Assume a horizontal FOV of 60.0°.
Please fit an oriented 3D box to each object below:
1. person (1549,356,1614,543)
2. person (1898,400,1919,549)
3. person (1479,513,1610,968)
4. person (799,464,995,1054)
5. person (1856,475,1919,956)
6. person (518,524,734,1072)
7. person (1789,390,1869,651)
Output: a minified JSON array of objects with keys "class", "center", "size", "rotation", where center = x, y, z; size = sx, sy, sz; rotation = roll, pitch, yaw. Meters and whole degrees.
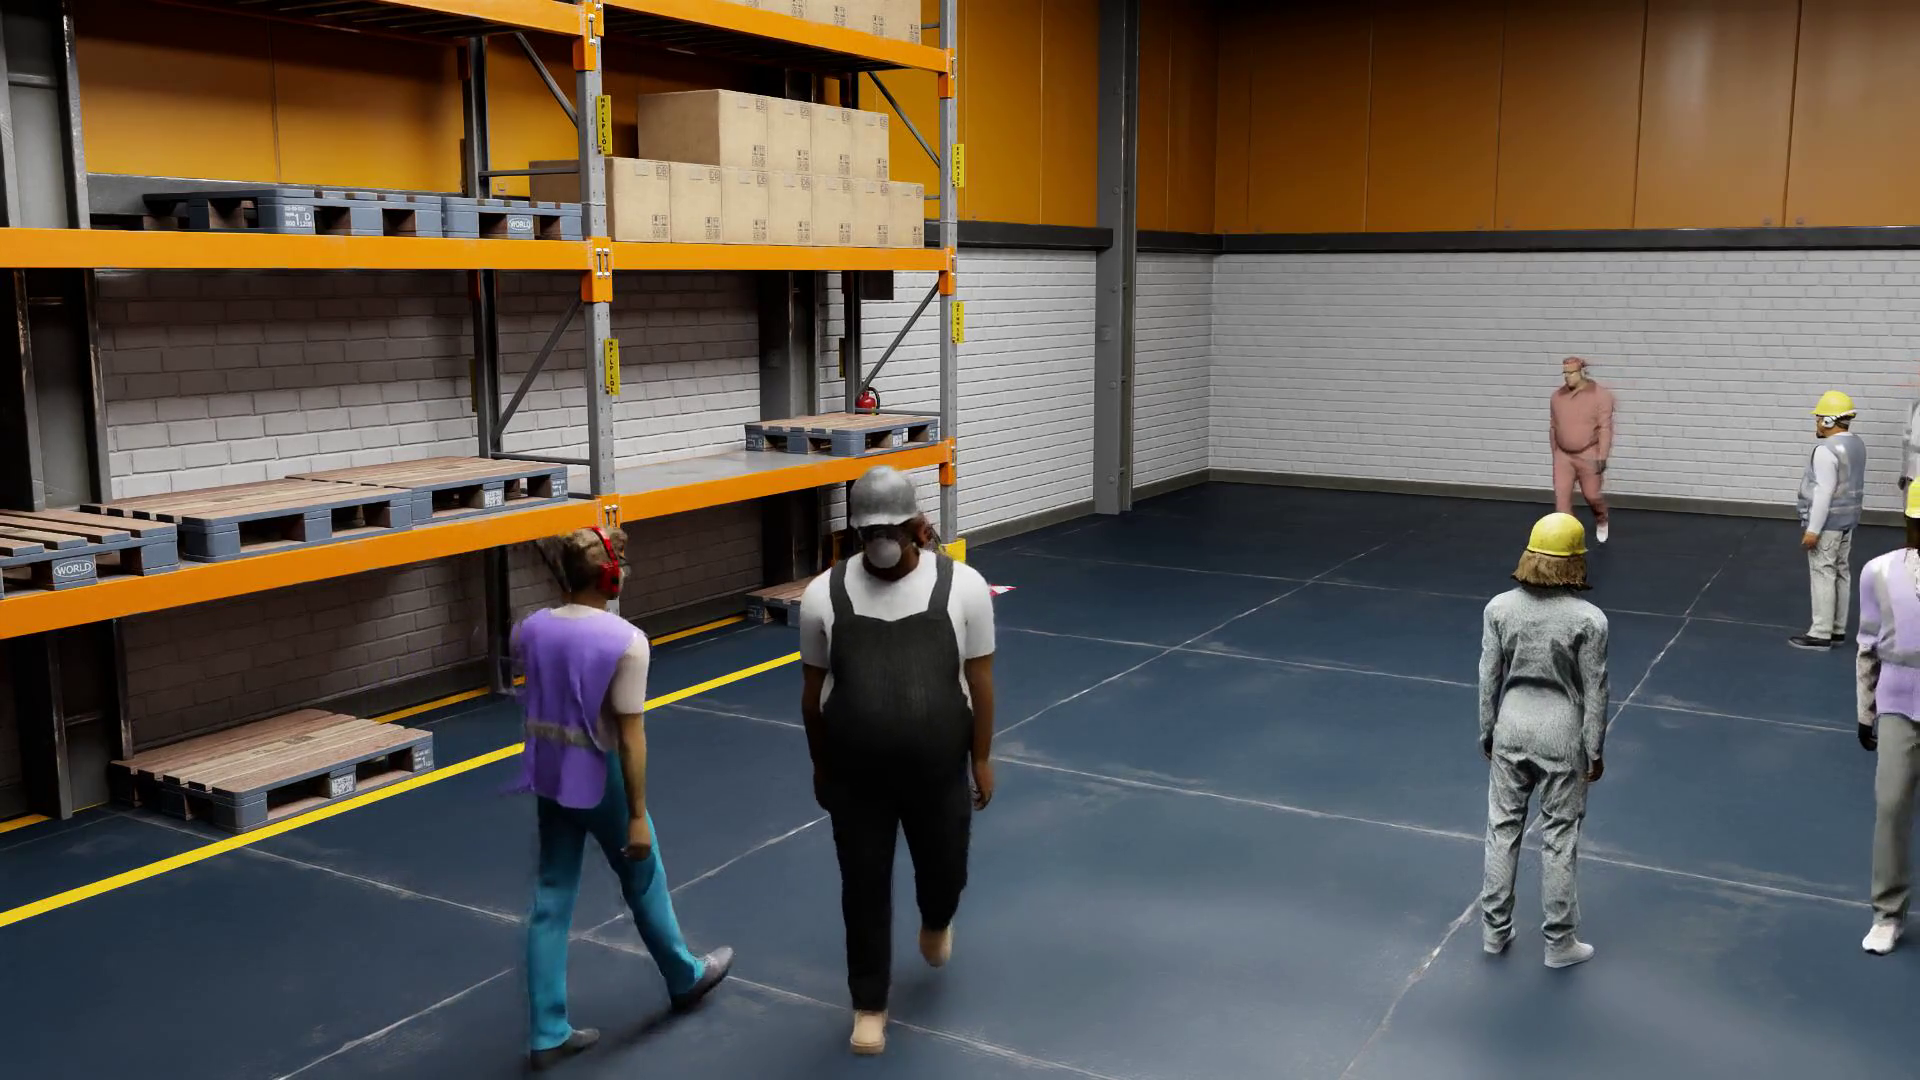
[{"class":"person","center":[5.945,-0.827,15.914],"size":[0.645,1.874,0.804],"rotation":[8,12,41]},{"class":"person","center":[8.188,-0.554,14.180],"size":[0.349,1.897,0.740],"rotation":[-2,9,-14]},{"class":"person","center":[2.248,0.759,6.409],"size":[0.492,1.742,0.320],"rotation":[8,12,40]},{"class":"person","center":[-0.223,0.707,5.810],"size":[0.686,2.000,0.705],"rotation":[0,9,0]},{"class":"person","center":[3.881,0.646,6.624],"size":[0.586,1.902,0.835],"rotation":[7,12,37]},{"class":"person","center":[-1.180,0.835,5.718],"size":[0.594,1.804,0.907],"rotation":[5,11,31]},{"class":"person","center":[6.118,-0.137,11.723],"size":[0.599,1.830,0.404],"rotation":[-8,12,-39]}]
